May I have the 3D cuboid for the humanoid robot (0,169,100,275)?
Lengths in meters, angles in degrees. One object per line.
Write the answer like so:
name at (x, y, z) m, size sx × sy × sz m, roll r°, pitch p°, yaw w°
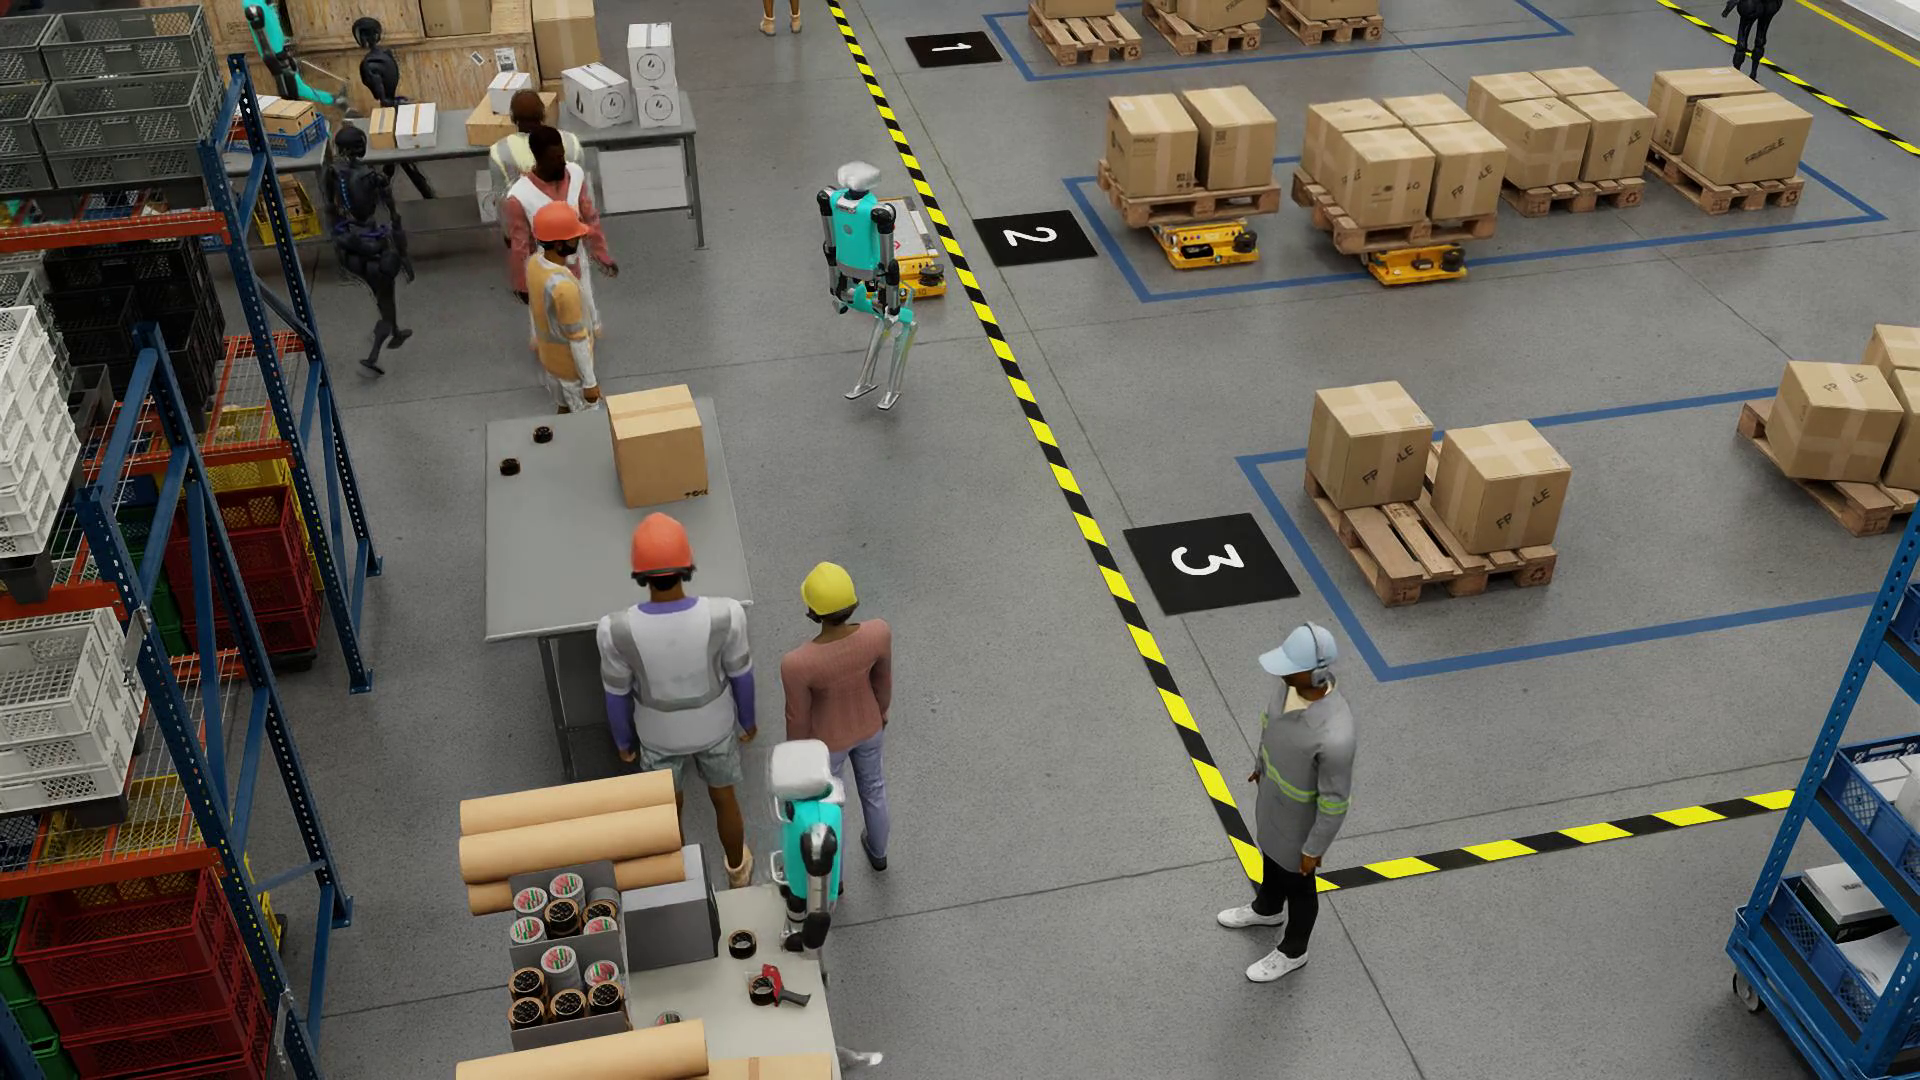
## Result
humanoid robot at (-5.520, -1.652, 10.569) m, size 0.650 × 1.818 × 0.531 m, roll -29°, pitch 45°, yaw -33°

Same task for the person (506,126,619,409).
person at (-2.478, -1.708, 10.493) m, size 0.644 × 1.893 × 0.600 m, roll 17°, pitch 40°, yaw 21°

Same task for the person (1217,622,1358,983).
person at (1.325, 1.069, 6.791) m, size 0.395 × 1.850 × 0.597 m, roll -8°, pitch 37°, yaw -11°

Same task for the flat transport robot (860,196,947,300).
flat transport robot at (-0.570, -2.220, 12.538) m, size 0.659 × 0.231 × 1.431 m, roll -8°, pitch 37°, yaw -10°

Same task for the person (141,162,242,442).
person at (-4.767, -1.457, 10.210) m, size 0.361 × 1.831 × 0.500 m, roll -14°, pitch 39°, yaw -18°

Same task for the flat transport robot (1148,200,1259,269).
flat transport robot at (1.772, -2.545, 12.951) m, size 0.652 × 0.197 × 1.431 m, roll -8°, pitch 37°, yaw -10°

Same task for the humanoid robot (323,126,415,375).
humanoid robot at (-3.940, -1.907, 10.968) m, size 0.586 × 1.634 × 0.724 m, roll 11°, pitch 38°, yaw 15°

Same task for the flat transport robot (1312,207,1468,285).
flat transport robot at (3.269, -2.384, 12.735) m, size 0.652 × 0.197 × 1.431 m, roll -8°, pitch 37°, yaw -10°

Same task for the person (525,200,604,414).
person at (-2.217, -1.046, 9.562) m, size 0.373 × 1.934 × 0.550 m, roll -22°, pitch 42°, yaw -27°

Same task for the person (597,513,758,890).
person at (-1.168, 0.759, 7.055) m, size 0.616 × 2.035 × 0.403 m, roll -7°, pitch 37°, yaw -10°

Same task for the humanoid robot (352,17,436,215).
humanoid robot at (-4.360, -3.142, 12.629) m, size 0.754 × 1.626 × 0.612 m, roll -8°, pitch 37°, yaw -11°

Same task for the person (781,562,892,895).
person at (-0.523, 0.818, 7.196) m, size 0.524 × 1.772 × 0.305 m, roll -22°, pitch 42°, yaw -27°

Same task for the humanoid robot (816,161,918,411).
humanoid robot at (-0.489, -1.635, 10.410) m, size 0.533 × 1.675 × 0.735 m, roll 21°, pitch 42°, yaw 26°

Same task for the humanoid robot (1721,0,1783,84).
humanoid robot at (7.176, -4.892, 14.937) m, size 0.599 × 1.655 × 0.315 m, roll -14°, pitch 39°, yaw -19°

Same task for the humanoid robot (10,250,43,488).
humanoid robot at (-5.496, -0.920, 9.615) m, size 0.806 × 1.825 × 0.547 m, roll -7°, pitch 37°, yaw -10°

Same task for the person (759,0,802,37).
person at (-1.793, -5.881, 15.971) m, size 0.605 × 2.048 × 0.366 m, roll -10°, pitch 38°, yaw -13°

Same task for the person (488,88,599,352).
person at (-2.758, -2.109, 11.078) m, size 0.630 × 1.840 × 0.429 m, roll -16°, pitch 40°, yaw -20°

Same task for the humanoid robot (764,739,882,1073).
humanoid robot at (-0.821, 1.507, 6.350) m, size 1.015 × 1.784 × 0.537 m, roll -6°, pitch 37°, yaw -8°

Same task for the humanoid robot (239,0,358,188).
humanoid robot at (-5.205, -3.628, 13.205) m, size 0.922 × 1.765 × 0.539 m, roll -8°, pitch 37°, yaw -11°
